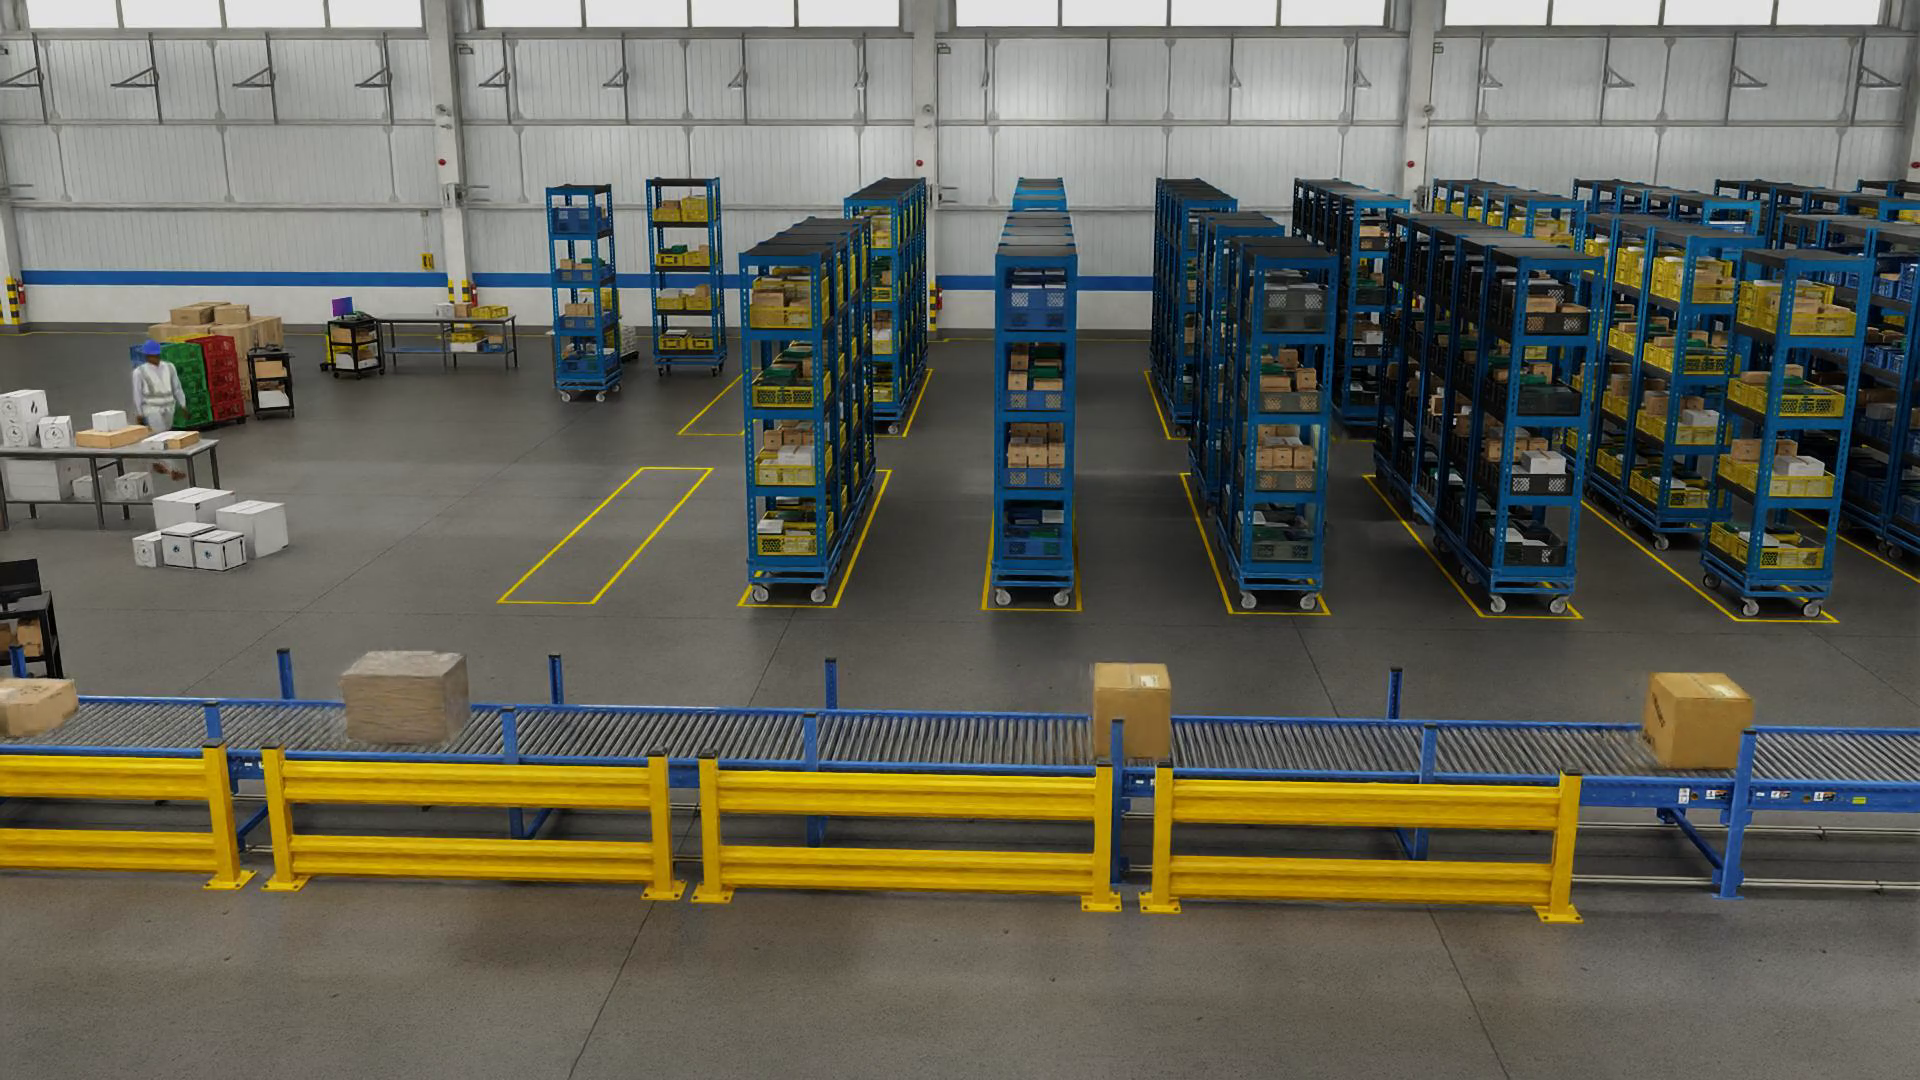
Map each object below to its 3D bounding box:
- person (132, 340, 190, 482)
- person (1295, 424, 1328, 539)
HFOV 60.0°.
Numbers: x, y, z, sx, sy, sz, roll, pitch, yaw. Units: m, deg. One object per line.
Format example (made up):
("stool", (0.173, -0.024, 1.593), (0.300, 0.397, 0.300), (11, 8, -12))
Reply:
("person", (-10.830, -1.768, 22.529), (1.020, 1.898, 0.606), (9, 18, 31))
("person", (4.029, -0.841, 19.249), (0.513, 1.798, 0.673), (14, 20, 42))
